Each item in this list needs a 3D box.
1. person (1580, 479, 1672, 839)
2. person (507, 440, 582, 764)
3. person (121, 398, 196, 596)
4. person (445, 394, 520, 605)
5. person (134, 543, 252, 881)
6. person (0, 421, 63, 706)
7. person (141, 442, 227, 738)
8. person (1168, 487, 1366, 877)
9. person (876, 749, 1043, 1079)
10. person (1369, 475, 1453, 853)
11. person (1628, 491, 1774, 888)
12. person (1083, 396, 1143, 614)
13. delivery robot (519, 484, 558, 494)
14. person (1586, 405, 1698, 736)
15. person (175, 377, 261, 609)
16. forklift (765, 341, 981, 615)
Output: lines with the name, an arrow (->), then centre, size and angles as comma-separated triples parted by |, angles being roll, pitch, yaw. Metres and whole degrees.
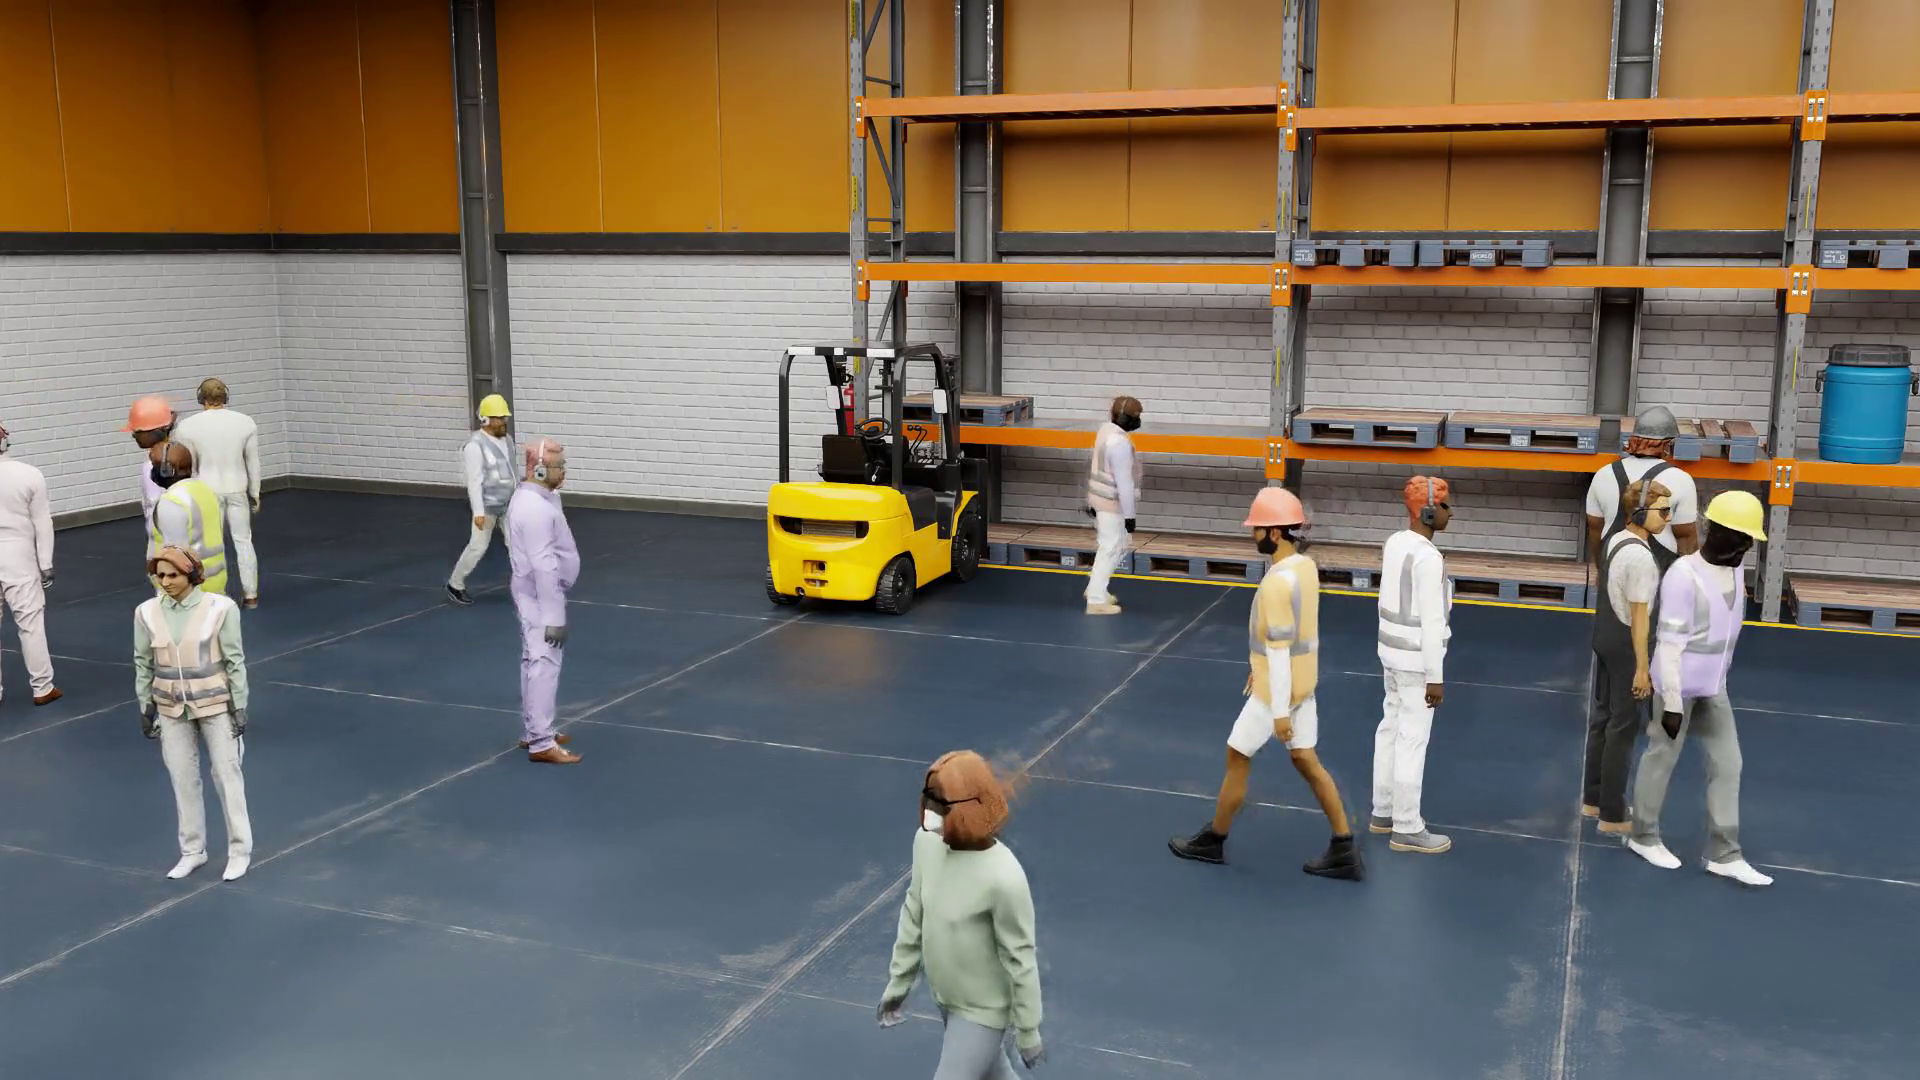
person -> 3.417, 0.601, 8.522 | 0.325, 1.841, 0.517 | 1, 10, 4
person -> -2.422, 0.362, 9.767 | 0.394, 1.893, 0.682 | -4, 11, -19
person -> -5.238, 0.046, 11.157 | 0.519, 2.020, 0.711 | -1, 10, -7
person -> -3.918, -0.323, 13.822 | 0.910, 1.795, 0.608 | 4, 11, 20
person -> -3.644, 0.815, 7.927 | 0.527, 1.630, 0.315 | 0, 10, 1
person -> -6.241, 0.155, 10.830 | 0.642, 1.909, 0.399 | -4, 11, -19
person -> -4.821, 0.306, 10.224 | 0.670, 1.820, 0.658 | 0, 10, -2
person -> 1.528, 0.683, 7.960 | 0.961, 1.892, 0.554 | 6, 12, 31
person -> 0.034, 1.377, 4.922 | 0.870, 1.594, 0.497 | -6, 12, -30
person -> 2.275, 0.613, 8.342 | 0.337, 1.882, 0.584 | -1, 10, -7
person -> 3.542, 0.701, 7.842 | 0.635, 1.874, 0.823 | -7, 12, -34
person -> 1.247, -0.269, 13.486 | 0.473, 1.806, 0.643 | -1, 10, -3
delivery robot -> -4.585, -0.470, 17.815 | 0.477, 0.478, 0.707 | -7, 13, -36
person -> 4.265, 0.180, 10.318 | 0.536, 2.000, 0.672 | -8, 13, -39
person -> -6.058, -0.361, 13.644 | 0.643, 1.934, 0.366 | -8, 13, -38
forklift -> -0.739, -0.602, 14.246 | 1.214, 2.155, 2.313 | 4, 11, 21
